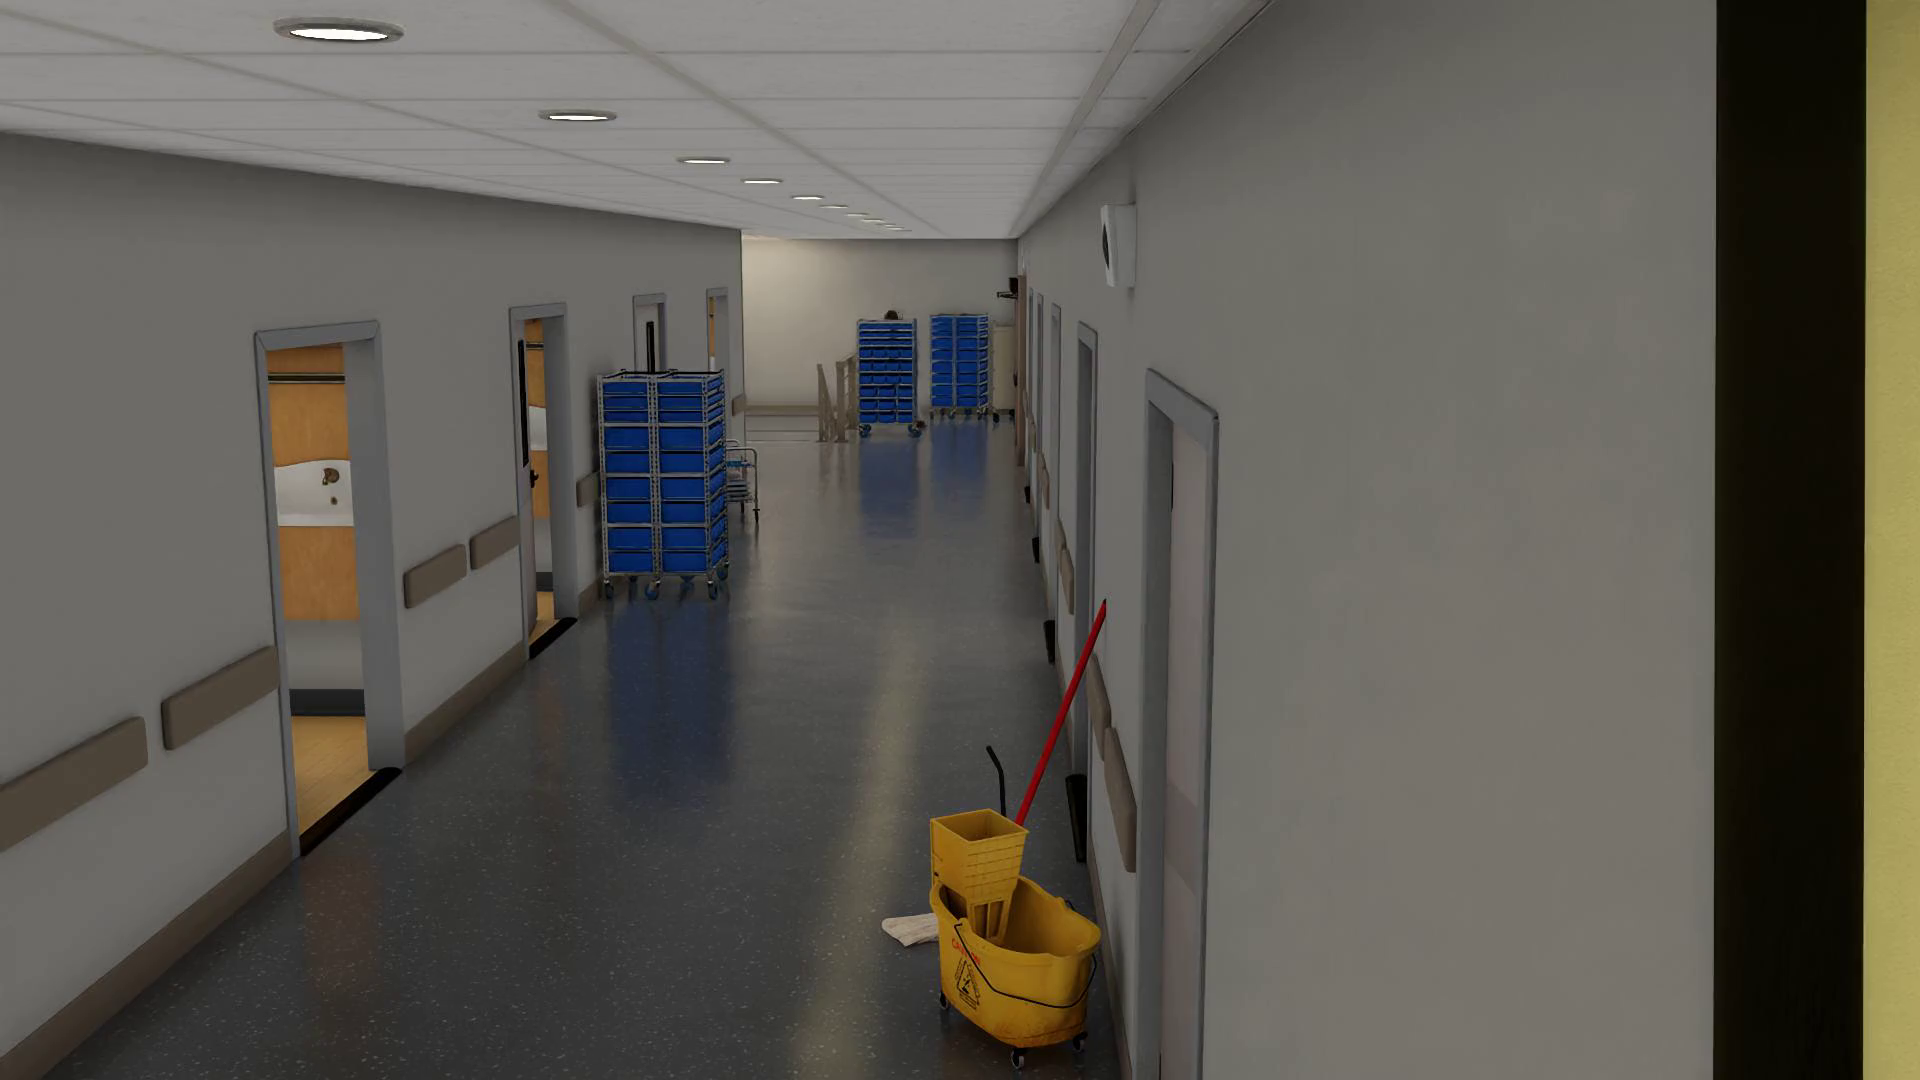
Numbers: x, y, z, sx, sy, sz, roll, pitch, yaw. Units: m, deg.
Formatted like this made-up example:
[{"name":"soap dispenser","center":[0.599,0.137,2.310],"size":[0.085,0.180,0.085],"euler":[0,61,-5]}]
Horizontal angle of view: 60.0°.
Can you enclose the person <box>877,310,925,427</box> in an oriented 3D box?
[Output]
[{"name":"person","center":[-1.000,-2.725,26.539],"size":[1.064,1.852,0.693],"euler":[3,10,19]}]
